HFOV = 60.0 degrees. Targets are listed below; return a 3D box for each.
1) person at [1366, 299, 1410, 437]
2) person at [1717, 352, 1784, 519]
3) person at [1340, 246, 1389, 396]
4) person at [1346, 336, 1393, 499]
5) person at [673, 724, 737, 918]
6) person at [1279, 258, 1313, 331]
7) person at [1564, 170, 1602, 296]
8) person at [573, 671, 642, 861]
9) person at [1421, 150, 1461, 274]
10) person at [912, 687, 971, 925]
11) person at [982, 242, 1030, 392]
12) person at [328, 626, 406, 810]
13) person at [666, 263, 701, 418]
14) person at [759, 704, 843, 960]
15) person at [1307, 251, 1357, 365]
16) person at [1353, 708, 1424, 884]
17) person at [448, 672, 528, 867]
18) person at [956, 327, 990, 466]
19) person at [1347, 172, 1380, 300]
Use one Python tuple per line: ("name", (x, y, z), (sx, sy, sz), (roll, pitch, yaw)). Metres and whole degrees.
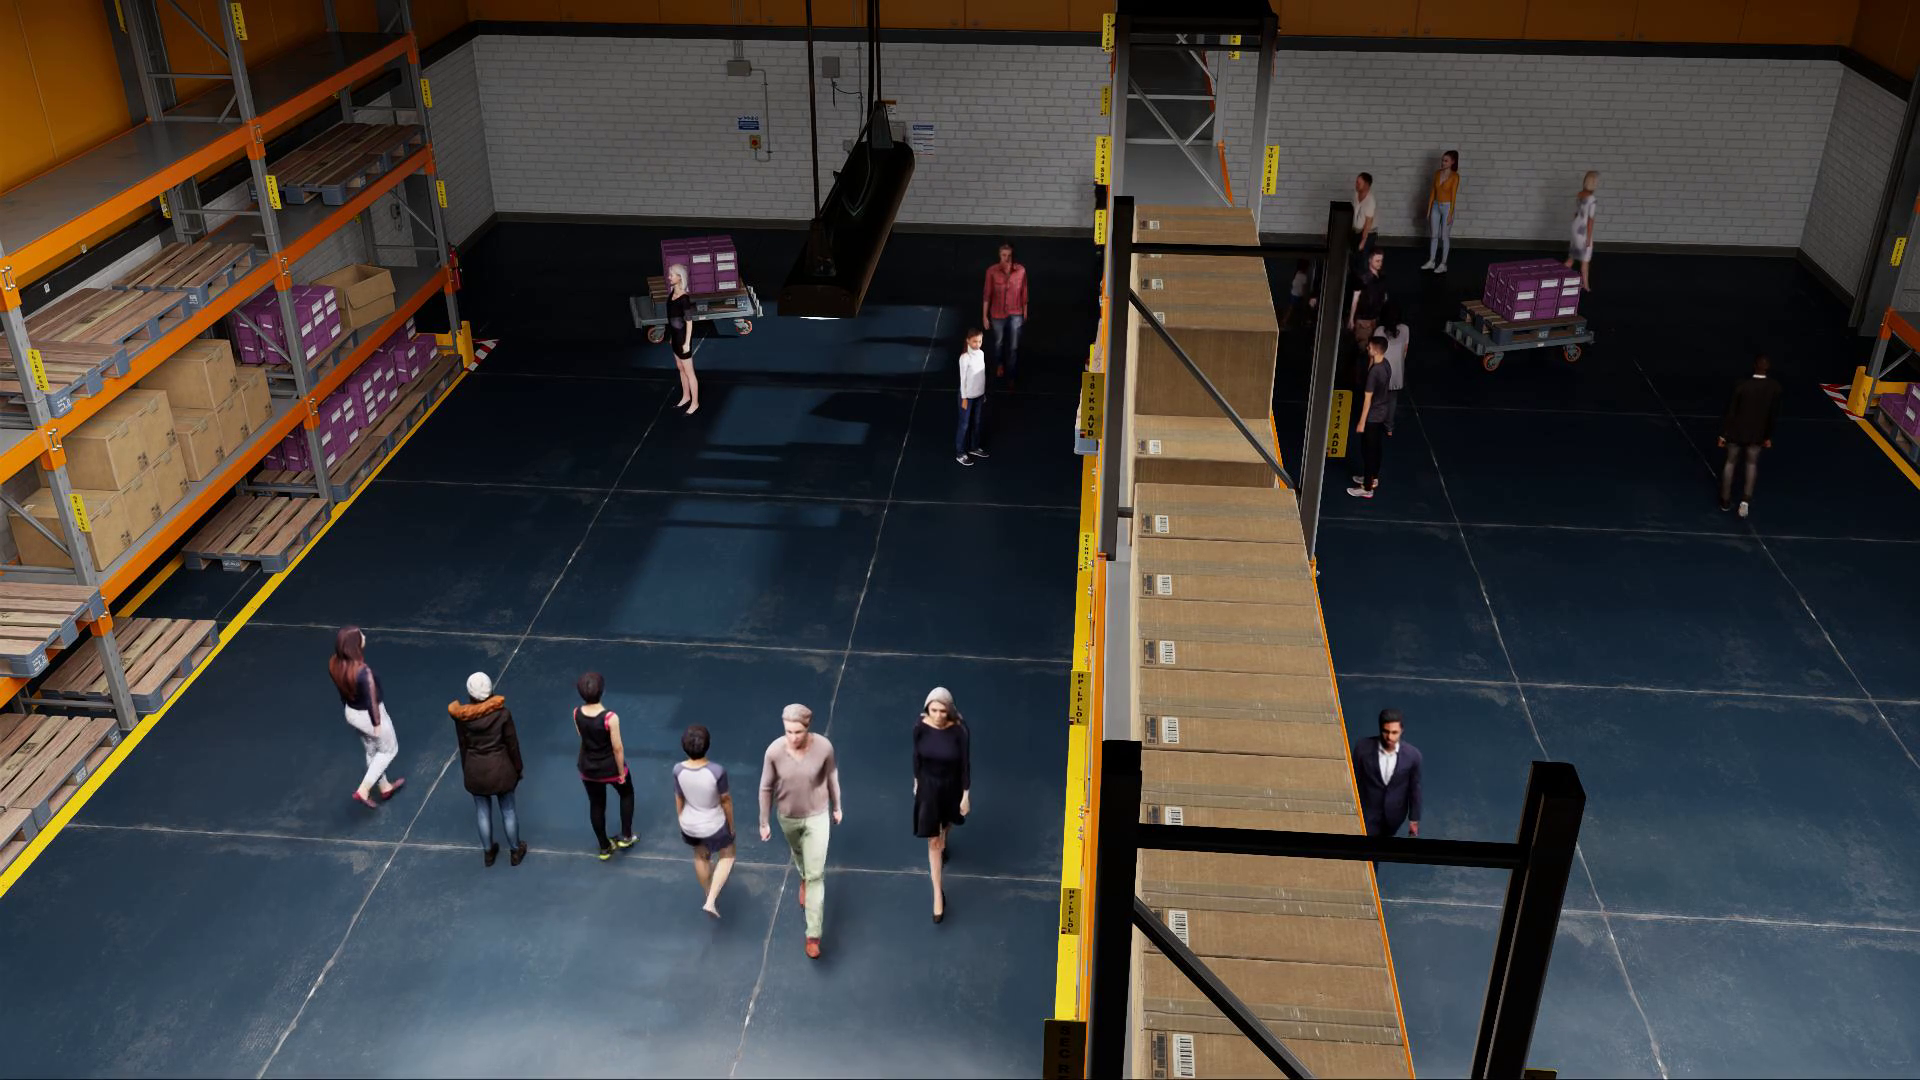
("person", (4.809, -1.940, 18.808), (0.732, 1.610, 0.768), (-9, 30, -16))
("person", (8.049, -1.037, 16.966), (0.755, 1.789, 0.962), (6, 29, 11))
("person", (4.777, -2.672, 19.937), (0.921, 1.813, 0.972), (-25, 37, -38))
("person", (4.348, -1.308, 17.492), (0.748, 1.761, 0.587), (13, 31, 22))
("person", (-1.794, 2.002, 11.639), (0.621, 1.554, 0.772), (6, 29, 11))
("person", (4.368, -3.205, 21.773), (0.598, 0.991, 0.696), (-5, 29, -9))
("person", (8.483, -4.198, 22.811), (0.781, 1.741, 0.745), (-8, 30, -15))
("person", (-2.668, 1.699, 12.213), (0.566, 1.538, 0.590), (7, 29, 12))
("person", (6.881, -4.687, 23.698), (0.736, 1.751, 0.675), (-22, 35, -34))
("person", (-0.121, 1.772, 11.919), (0.569, 1.690, 1.148), (2, 29, 4))
("person", (0.551, -2.748, 20.109), (0.777, 1.782, 1.200), (0, 29, 0))
("person", (-4.582, 1.385, 12.725), (0.781, 1.597, 0.889), (16, 32, 27))
("person", (-3.226, -2.332, 19.297), (0.717, 1.830, 0.624), (-16, 33, -27))
("person", (-1.087, 1.879, 11.587), (0.743, 1.820, 1.247), (1, 29, 2))
("person", (4.536, -2.960, 20.453), (0.721, 1.826, 0.764), (0, 29, 0))
("person", (2.981, 1.877, 11.740), (0.698, 1.679, 1.131), (5, 29, 9))
("person", (-3.434, 1.677, 12.152), (0.654, 1.633, 0.642), (-3, 29, -5))
("person", (0.121, -1.610, 18.258), (0.692, 1.557, 0.617), (24, 37, 36))
("person", (5.546, -4.086, 22.516), (0.936, 1.827, 0.918), (-12, 31, -21))
